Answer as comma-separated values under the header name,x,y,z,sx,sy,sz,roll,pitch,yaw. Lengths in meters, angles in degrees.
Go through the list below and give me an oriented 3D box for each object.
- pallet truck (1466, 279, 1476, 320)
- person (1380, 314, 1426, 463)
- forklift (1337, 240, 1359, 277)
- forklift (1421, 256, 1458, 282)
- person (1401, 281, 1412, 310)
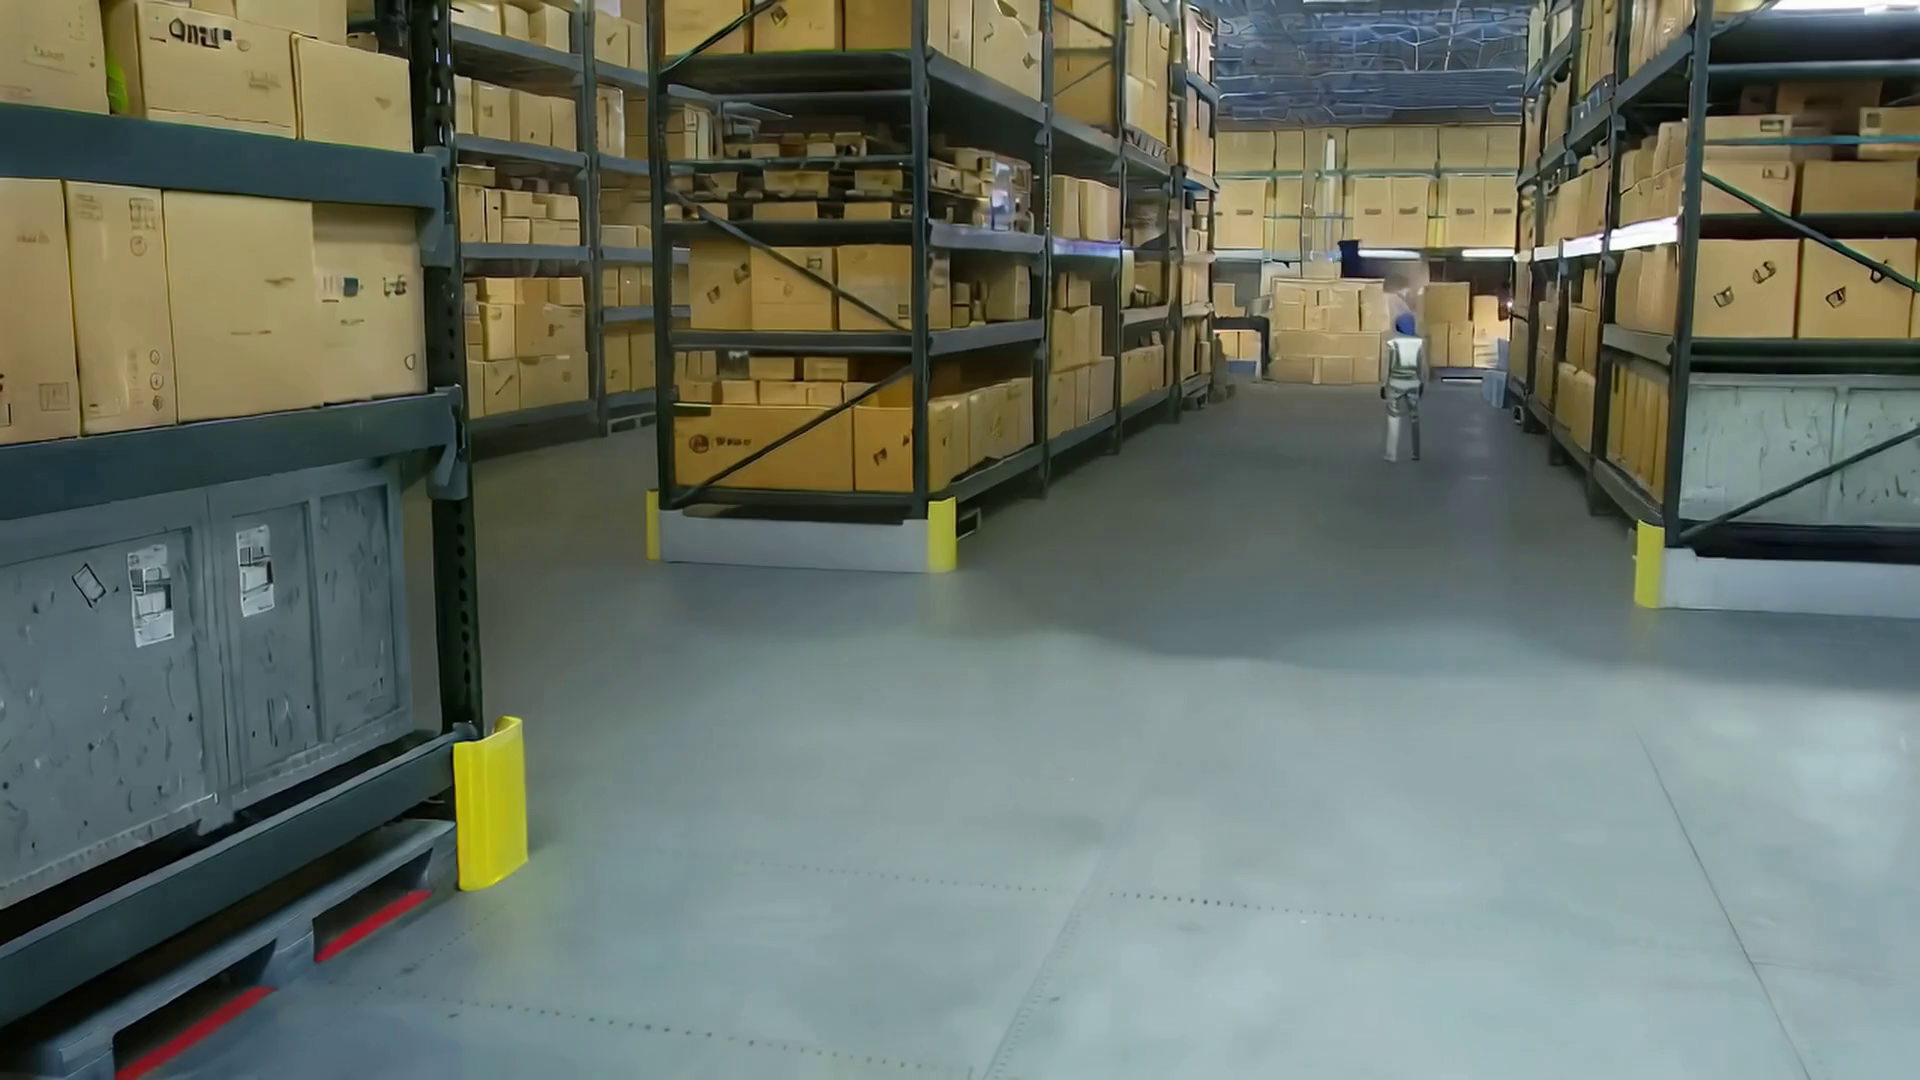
name,x,y,z,sx,sy,sz,roll,pitch,yaw
pallet truck,18.896,-8.459,60.307,1.885,1.965,0.823,5,10,31
person,4.871,-1.661,18.299,0.514,1.632,0.314,-1,9,-9
forklift,8.255,-4.985,35.441,1.873,2.768,1.129,2,9,15
forklift,12.220,-6.096,42.499,1.129,2.768,1.873,2,9,15
person,15.029,-7.749,55.988,0.372,1.940,0.631,0,9,3
